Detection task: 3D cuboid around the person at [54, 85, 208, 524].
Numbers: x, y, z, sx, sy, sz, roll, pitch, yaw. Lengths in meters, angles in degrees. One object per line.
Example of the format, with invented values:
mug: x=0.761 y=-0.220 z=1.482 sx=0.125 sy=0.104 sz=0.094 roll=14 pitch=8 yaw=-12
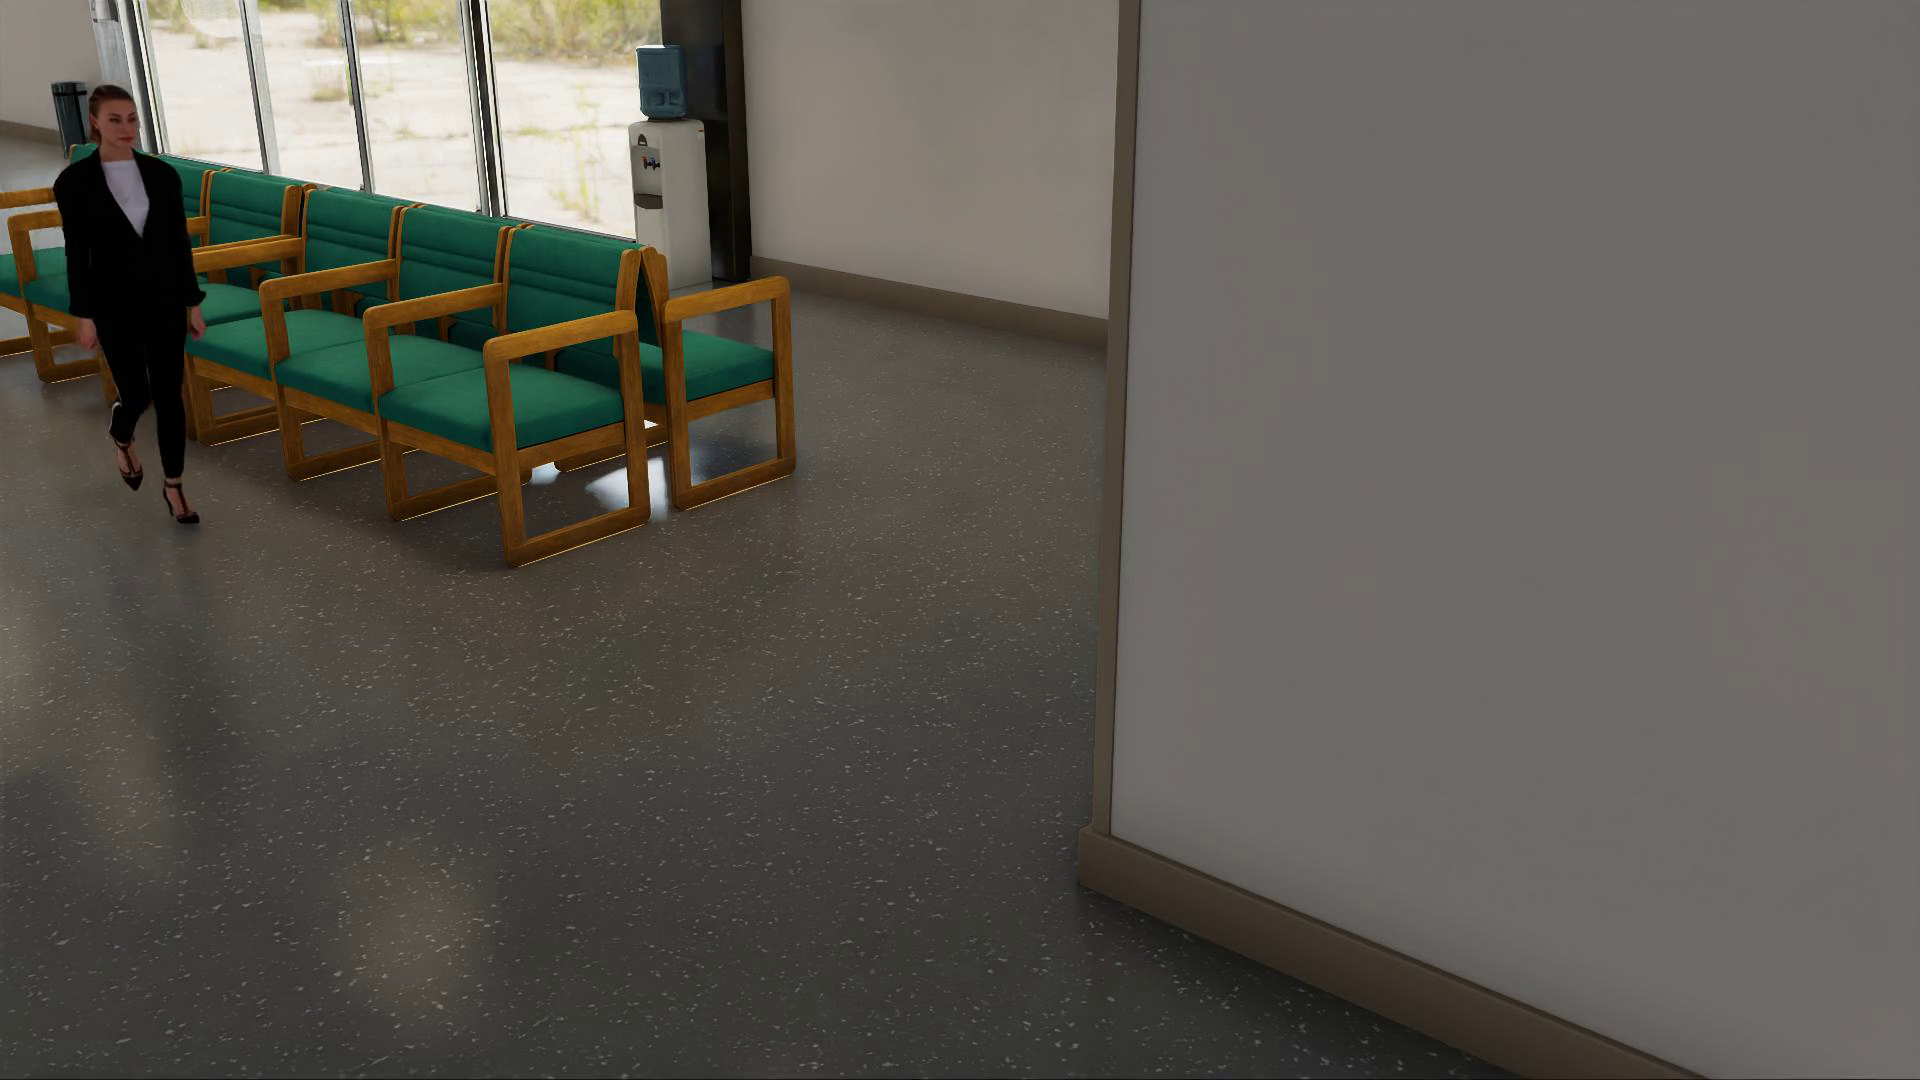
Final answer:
person: x=-3.176 y=-0.879 z=6.377 sx=0.692 sy=1.693 sz=0.701 roll=19 pitch=28 yaw=40
